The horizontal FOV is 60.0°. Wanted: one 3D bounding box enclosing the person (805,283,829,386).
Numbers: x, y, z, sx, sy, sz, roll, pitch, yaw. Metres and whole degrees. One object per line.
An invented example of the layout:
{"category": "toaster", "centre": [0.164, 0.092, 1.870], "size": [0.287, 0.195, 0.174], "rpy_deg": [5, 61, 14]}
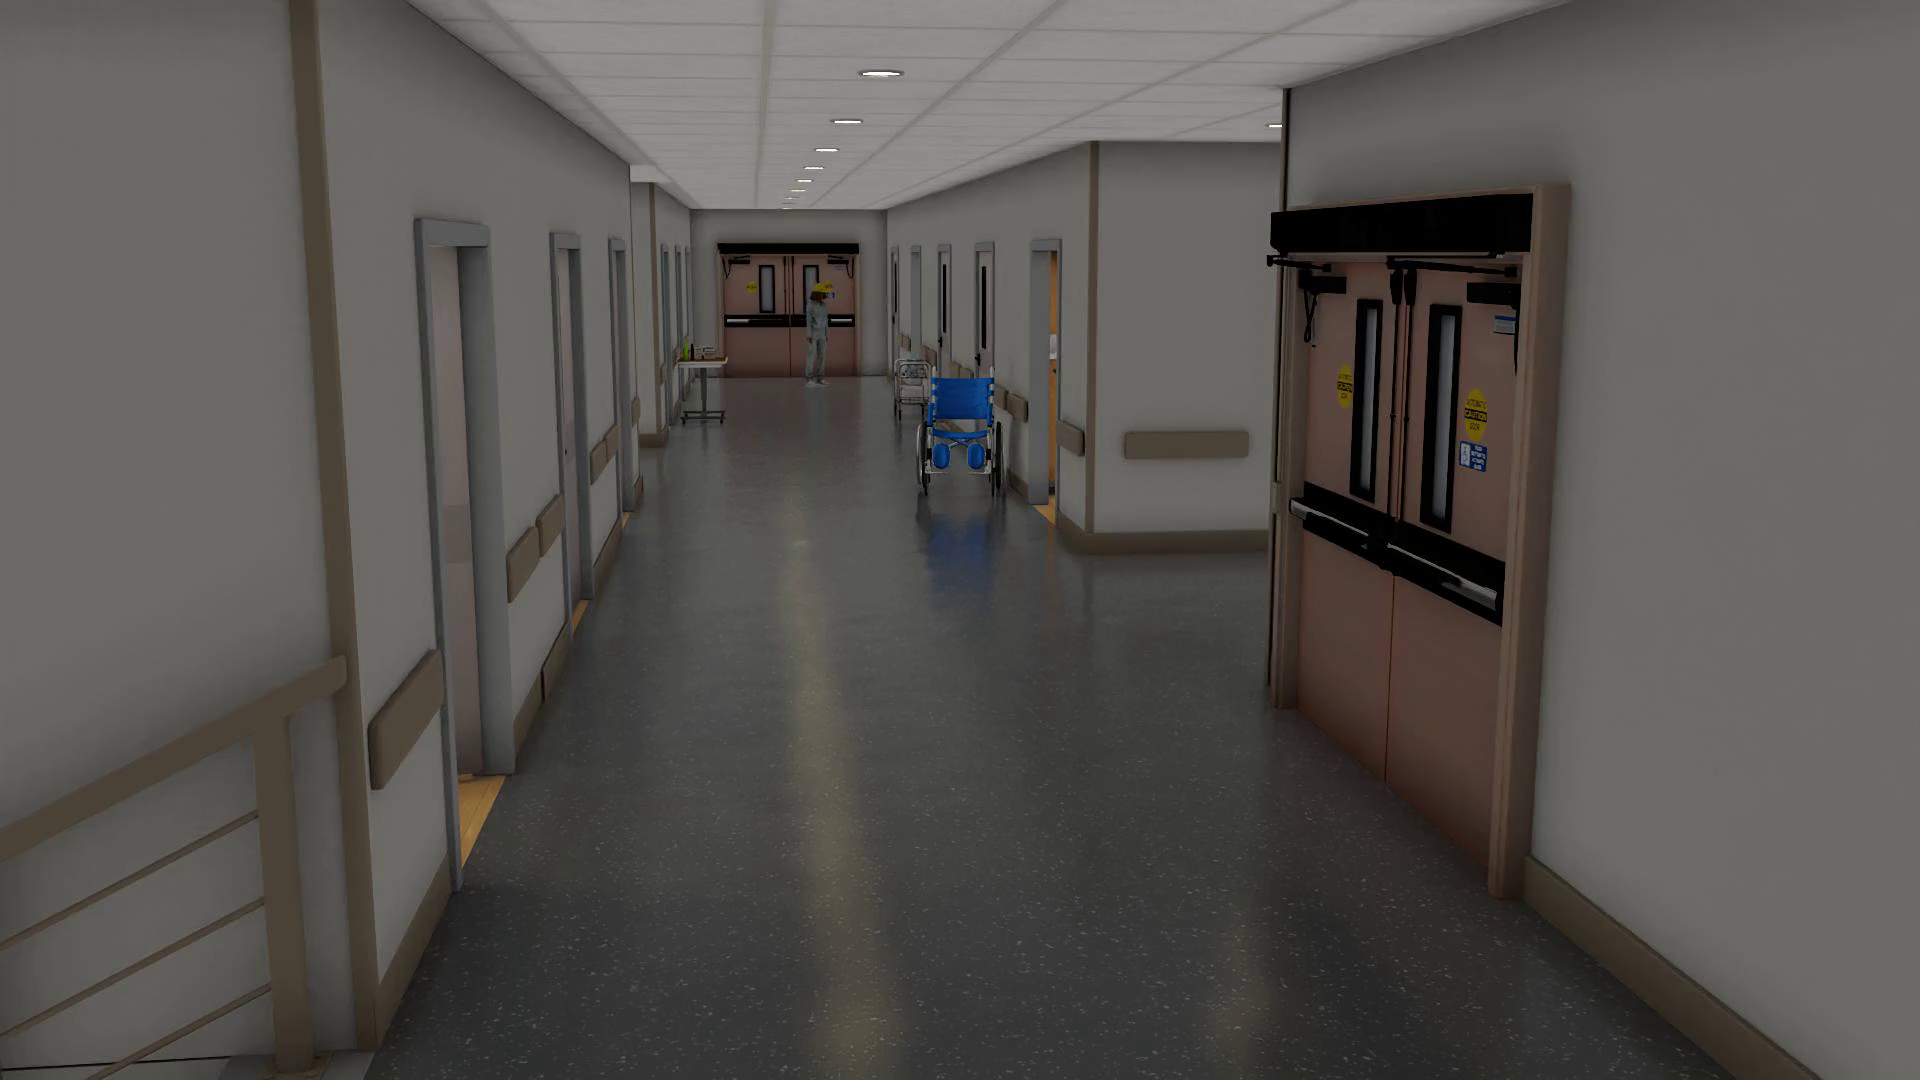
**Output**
{"category": "person", "centre": [-2.406, -3.478, 28.184], "size": [0.356, 1.736, 0.490], "rpy_deg": [8, 12, 38]}
